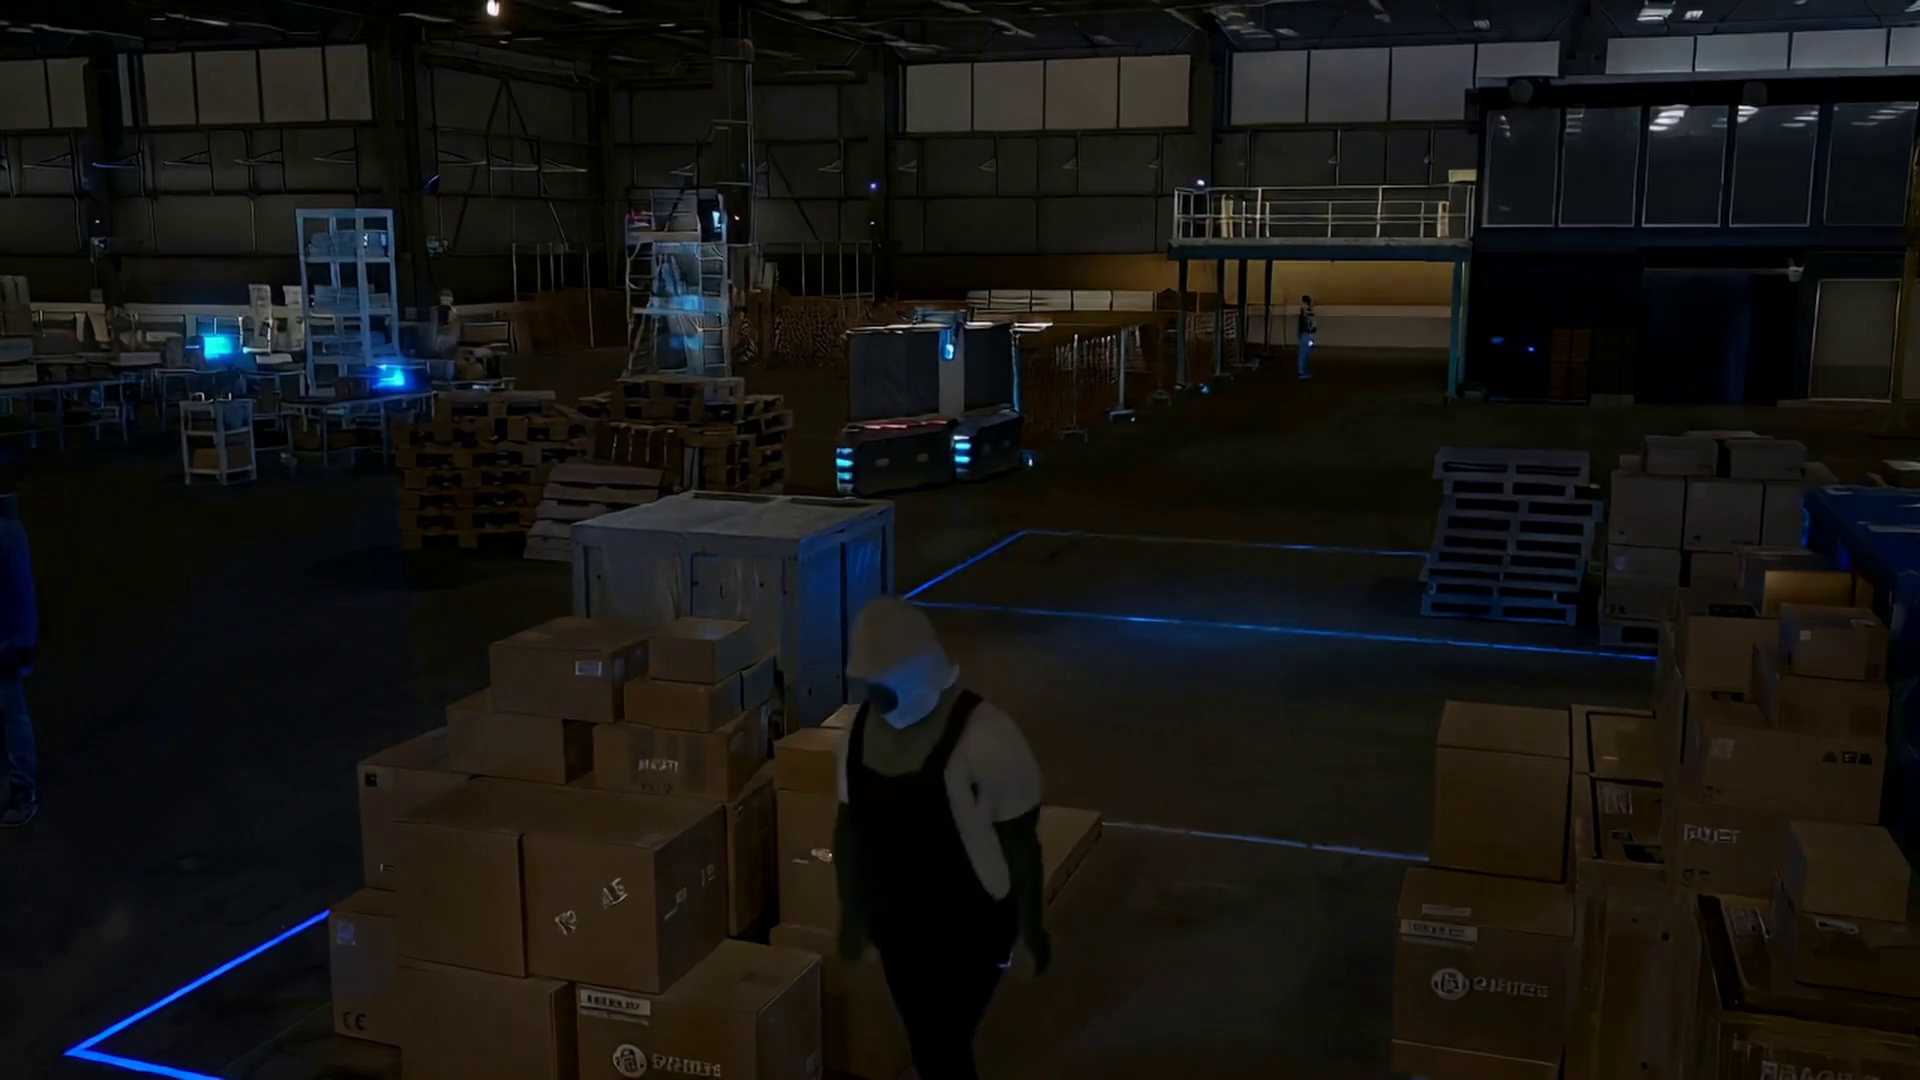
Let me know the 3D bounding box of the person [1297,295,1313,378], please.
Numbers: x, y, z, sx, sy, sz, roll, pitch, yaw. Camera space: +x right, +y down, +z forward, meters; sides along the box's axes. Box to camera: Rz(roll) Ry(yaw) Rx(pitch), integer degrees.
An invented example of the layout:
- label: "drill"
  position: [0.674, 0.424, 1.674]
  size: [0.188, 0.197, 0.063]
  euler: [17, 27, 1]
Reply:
- label: "person"
  position: [7.886, -4.631, 37.960]
  size: [0.351, 1.884, 0.582]
  euler: [5, 11, 24]

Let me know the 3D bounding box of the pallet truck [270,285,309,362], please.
- label: "pallet truck"
  position: [-17.147, -5.700, 43.663]
  size: [0.823, 1.965, 1.885]
  euler: [3, 11, 17]

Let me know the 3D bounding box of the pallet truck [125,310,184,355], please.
- label: "pallet truck"
  position: [-22.038, -5.665, 45.457]
  size: [0.704, 1.261, 1.522]
  euler: [3, 11, 17]

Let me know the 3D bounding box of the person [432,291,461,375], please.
- label: "person"
  position: [-11.783, -4.699, 38.060]
  size: [0.625, 2.000, 1.046]
  euler: [0, 10, 3]

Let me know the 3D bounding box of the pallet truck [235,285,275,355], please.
- label: "pallet truck"
  position: [-18.327, -5.835, 44.421]
  size: [0.823, 1.965, 1.885]
  euler: [4, 11, 23]

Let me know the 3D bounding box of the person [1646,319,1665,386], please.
- label: "person"
  position: [14.901, -4.108, 35.814]
  size: [0.858, 1.588, 0.500]
  euler: [1, 10, 8]

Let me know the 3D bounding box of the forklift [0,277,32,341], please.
- label: "forklift"
  position: [-27.151, -6.329, 46.328]
  size: [1.157, 1.987, 2.680]
  euler: [3, 11, 17]

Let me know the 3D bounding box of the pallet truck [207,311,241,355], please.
- label: "pallet truck"
  position: [-19.537, -5.575, 44.913]
  size: [0.653, 1.274, 1.630]
  euler: [3, 11, 19]

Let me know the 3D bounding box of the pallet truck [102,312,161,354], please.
- label: "pallet truck"
  position: [-23.057, -5.777, 46.261]
  size: [0.680, 1.201, 1.601]
  euler: [3, 11, 19]

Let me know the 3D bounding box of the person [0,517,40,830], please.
- label: "person"
  position: [-5.098, 0.522, 8.628]
  size: [0.612, 1.996, 0.388]
  euler: [1, 10, 7]
